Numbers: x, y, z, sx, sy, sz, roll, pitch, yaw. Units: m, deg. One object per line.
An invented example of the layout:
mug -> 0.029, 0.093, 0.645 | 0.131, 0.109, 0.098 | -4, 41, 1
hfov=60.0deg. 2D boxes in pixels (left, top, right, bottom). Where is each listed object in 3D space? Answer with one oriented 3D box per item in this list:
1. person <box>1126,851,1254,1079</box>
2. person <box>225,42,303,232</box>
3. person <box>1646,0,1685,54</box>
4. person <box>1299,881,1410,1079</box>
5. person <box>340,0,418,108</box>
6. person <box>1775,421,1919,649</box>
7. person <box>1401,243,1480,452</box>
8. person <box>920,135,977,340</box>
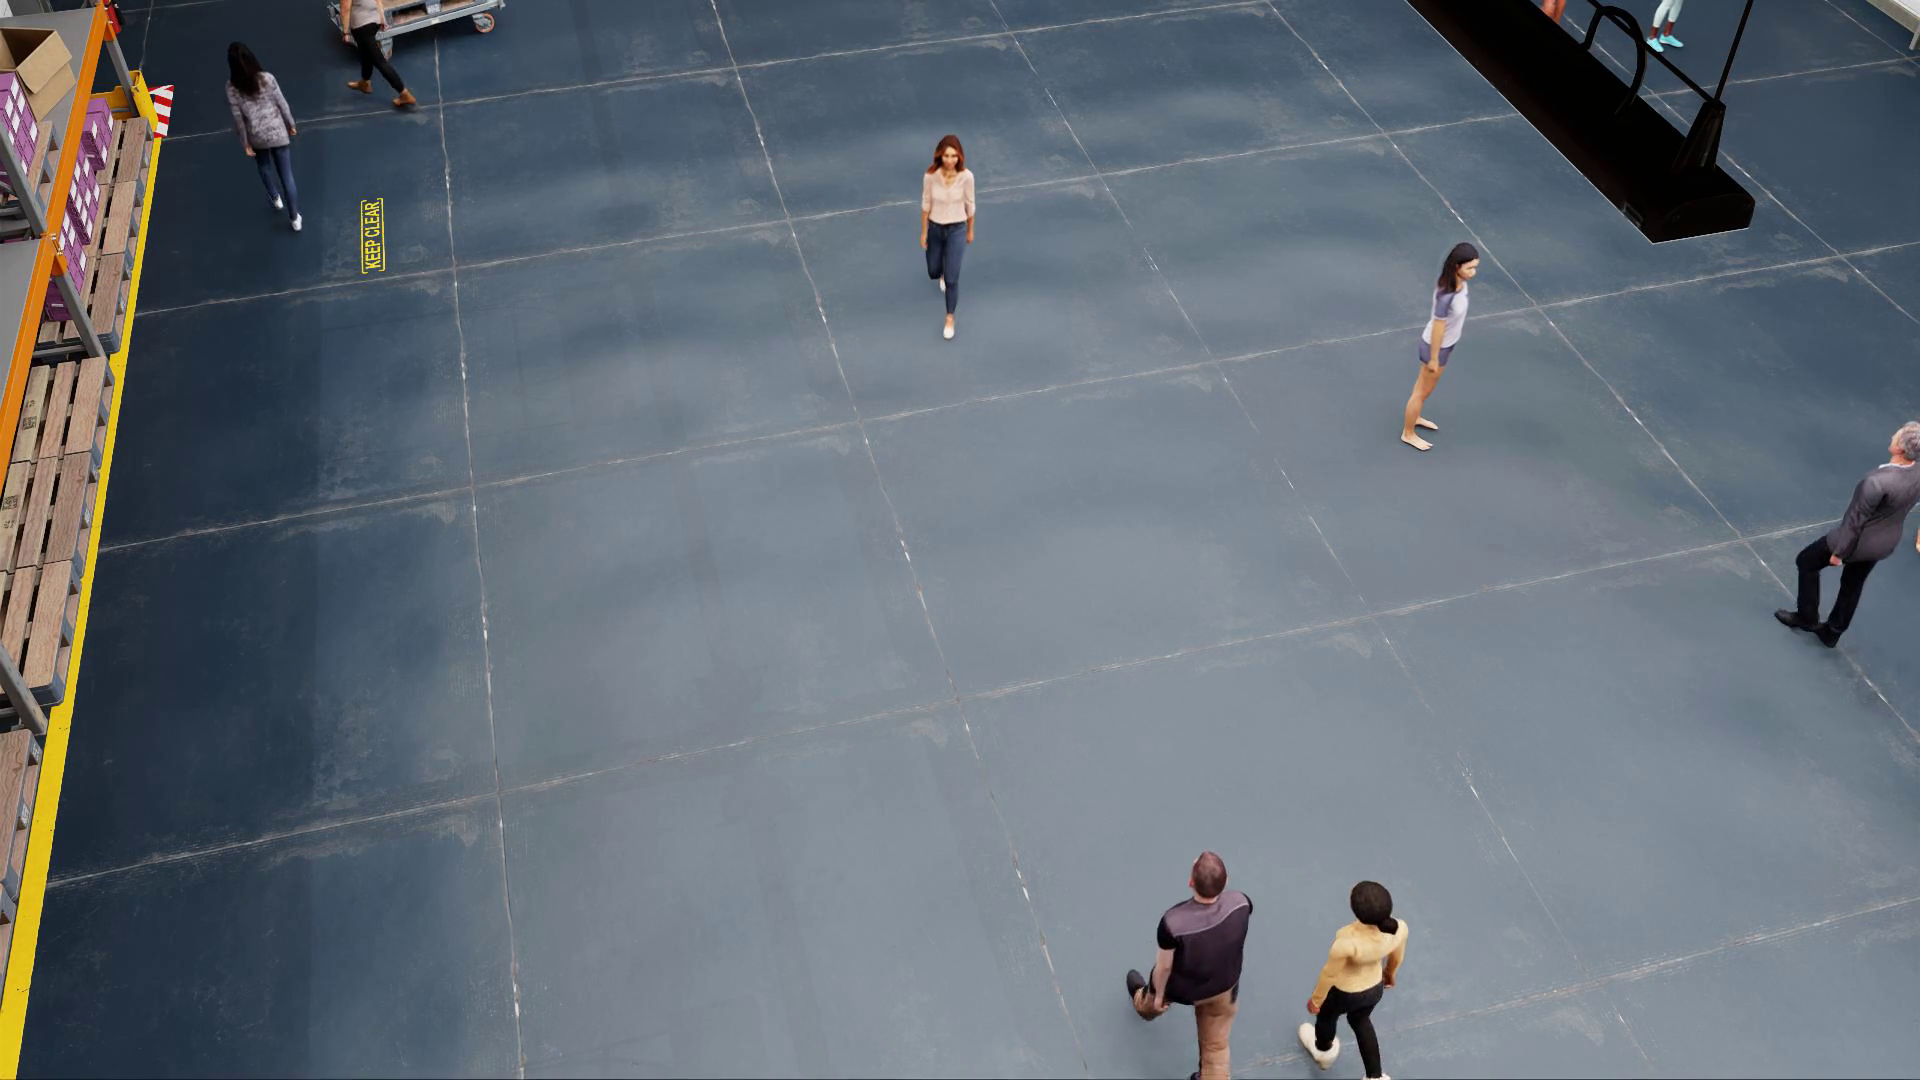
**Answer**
person -> 1.254, 2.305, 8.455 | 0.699, 1.785, 1.152 | -9, 44, -9
person -> -6.080, -3.502, 14.607 | 0.614, 1.708, 0.845 | -10, 45, -11
person -> 7.445, -5.869, 17.079 | 0.632, 1.724, 0.638 | -27, 50, -26
person -> 2.065, 2.353, 8.511 | 0.678, 1.638, 0.925 | -15, 46, -15
person -> -5.732, -4.995, 16.196 | 1.116, 1.677, 1.128 | 16, 46, 17
person -> 5.917, 0.033, 10.808 | 0.786, 1.827, 0.695 | -15, 46, -15
person -> 3.592, -1.472, 12.459 | 0.714, 1.732, 0.645 | 20, 47, 20
person -> -0.105, -2.547, 13.558 | 0.829, 1.770, 1.045 | 4, 44, 5
